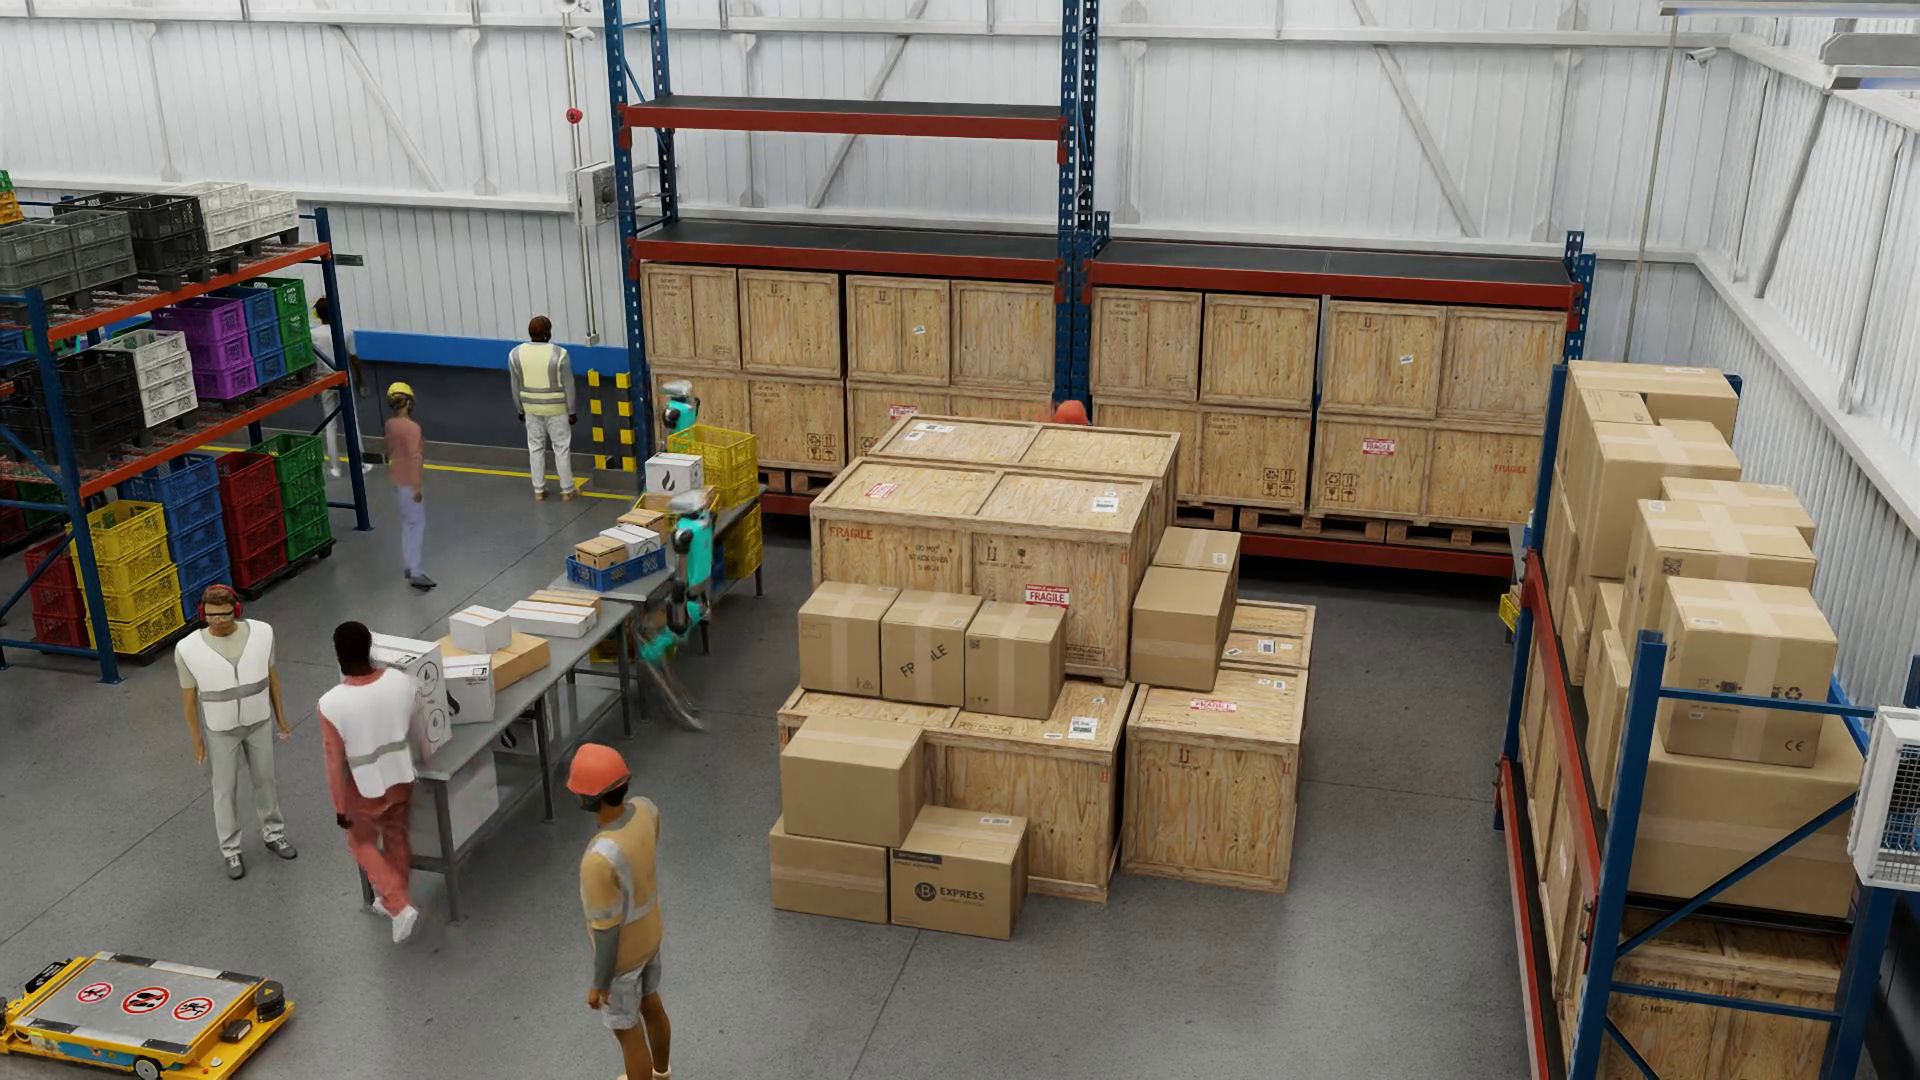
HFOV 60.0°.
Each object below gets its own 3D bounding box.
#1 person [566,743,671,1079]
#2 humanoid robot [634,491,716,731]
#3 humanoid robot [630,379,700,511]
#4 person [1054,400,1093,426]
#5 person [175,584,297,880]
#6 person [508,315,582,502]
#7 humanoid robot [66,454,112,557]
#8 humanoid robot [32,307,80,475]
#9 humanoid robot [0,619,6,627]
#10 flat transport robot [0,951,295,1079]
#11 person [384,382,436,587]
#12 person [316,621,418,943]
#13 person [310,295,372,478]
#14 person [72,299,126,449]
[{"bbox_3d":[-1.578,1.864,7.697,0.390,2.037,0.604,5,21,12],"label":"person"},{"bbox_3d":[-2.073,0.496,11.684,0.757,1.775,0.530,6,22,14],"label":"humanoid robot"},{"bbox_3d":[-2.716,-0.553,14.496,0.986,1.773,0.542,6,22,16],"label":"humanoid robot"},{"bbox_3d":[0.874,-0.200,13.277,0.793,1.902,0.558,-4,21,-10],"label":"person"},{"bbox_3d":[-4.314,1.106,9.947,0.562,1.841,0.391,-17,27,-38],"label":"person"},{"bbox_3d":[-4.016,-1.266,16.162,0.622,1.838,0.431,3,21,7],"label":"person"},{"bbox_3d":[-7.718,-0.582,14.614,0.409,1.637,0.613,0,21,1],"label":"humanoid robot"},{"bbox_3d":[-9.207,-1.416,16.744,0.845,1.785,0.533,-12,24,-29],"label":"humanoid robot"},{"bbox_3d":[-8.002,-0.016,13.123,0.590,1.644,0.541,19,28,40],"label":"humanoid robot"},{"bbox_3d":[-4.270,2.464,8.601,1.431,0.231,0.659,5,22,13],"label":"flat transport robot"},{"bbox_3d":[-4.685,-0.466,14.227,0.400,1.718,0.699,-18,27,-39],"label":"person"},{"bbox_3d":[-3.202,1.351,9.233,0.622,1.896,0.604,18,27,38],"label":"person"},{"bbox_3d":[-6.318,-1.547,16.858,0.530,1.864,0.309,-5,21,-12],"label":"person"},{"bbox_3d":[-9.178,-1.908,17.556,0.367,2.044,0.607,-2,21,-6],"label":"person"}]
